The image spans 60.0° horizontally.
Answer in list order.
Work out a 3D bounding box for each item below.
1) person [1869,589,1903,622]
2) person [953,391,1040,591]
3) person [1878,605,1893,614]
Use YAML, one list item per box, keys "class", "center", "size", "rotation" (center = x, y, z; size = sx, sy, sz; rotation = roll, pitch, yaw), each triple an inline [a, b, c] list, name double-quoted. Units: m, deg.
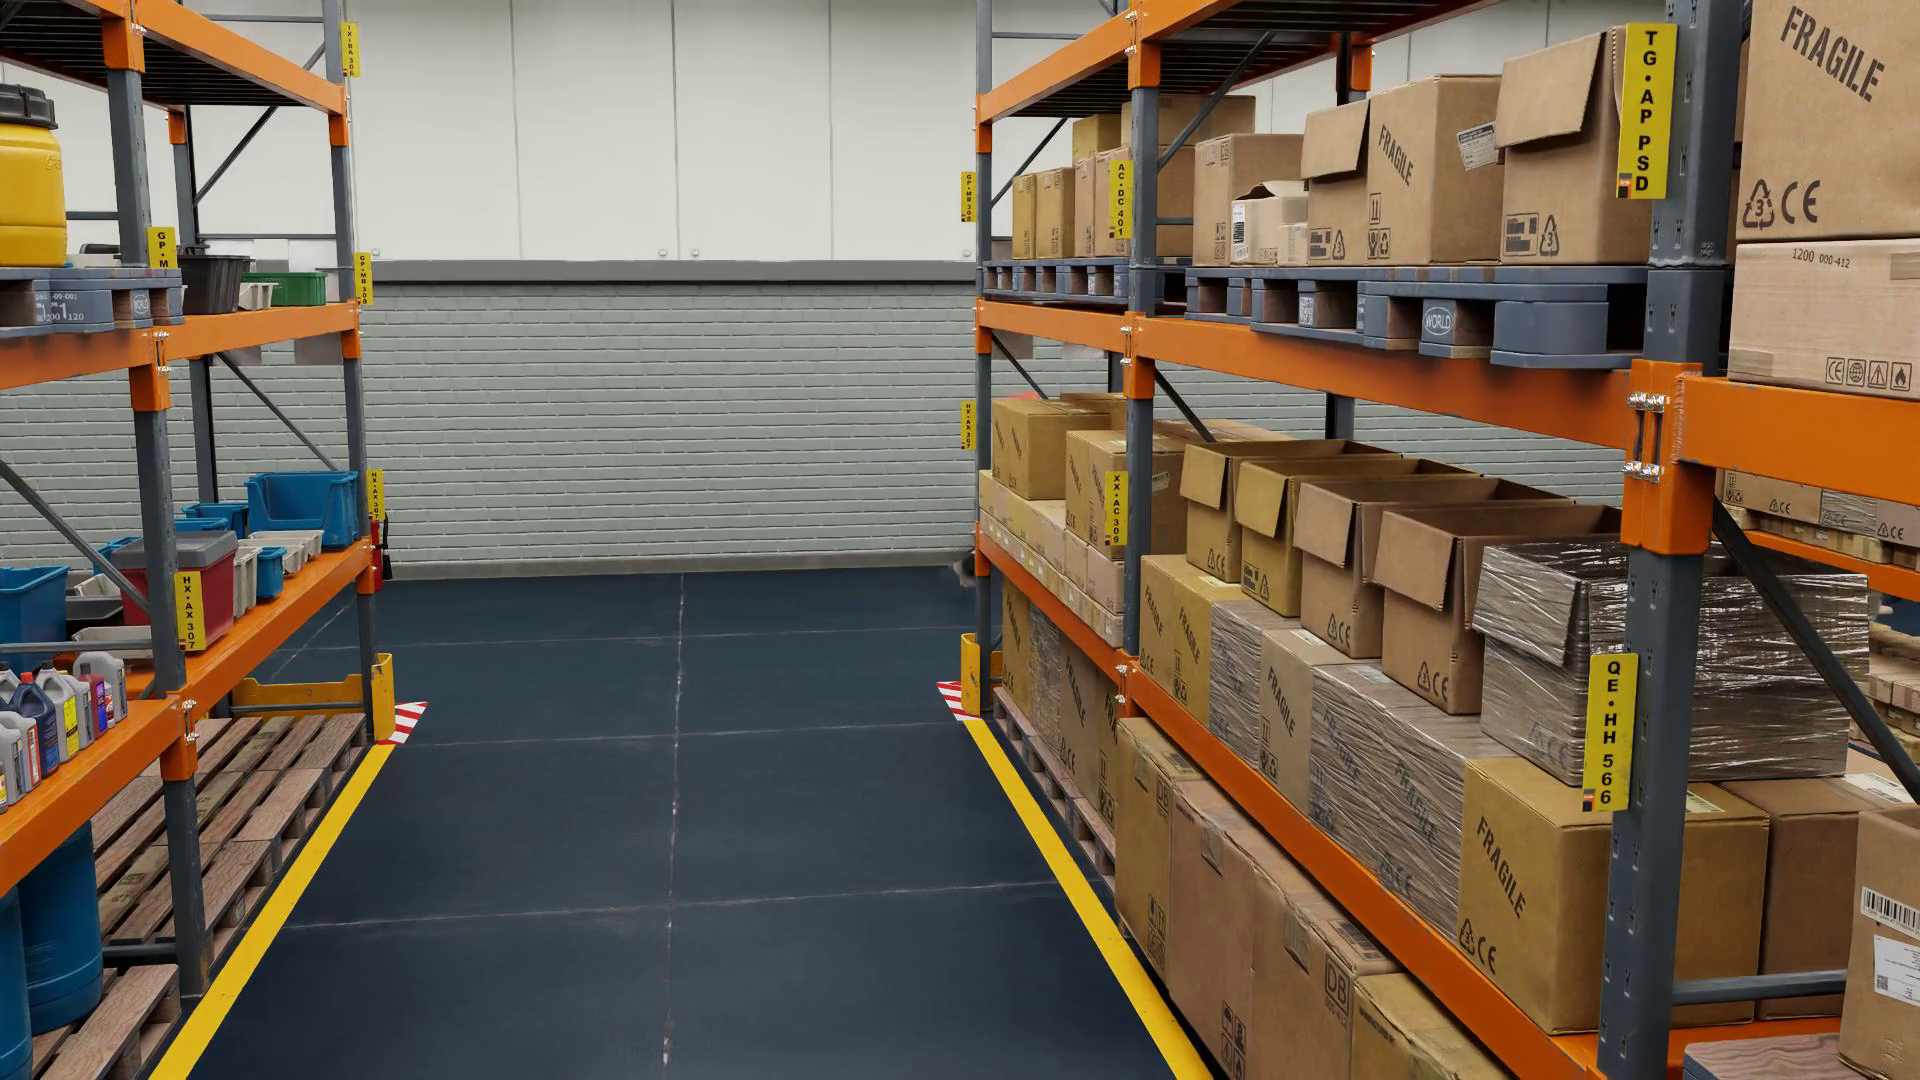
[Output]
- class: "person"
  center: [6.339, 0.247, 11.625]
  size: [0.538, 1.833, 0.461]
  rotation: [4, 10, 22]
- class: "person"
  center: [0.439, -0.418, 15.380]
  size: [0.929, 1.950, 0.581]
  rotation: [4, 10, 25]
- class: "person"
  center: [8.146, -0.275, 14.804]
  size: [0.430, 1.845, 0.619]
  rotation: [3, 10, 15]
